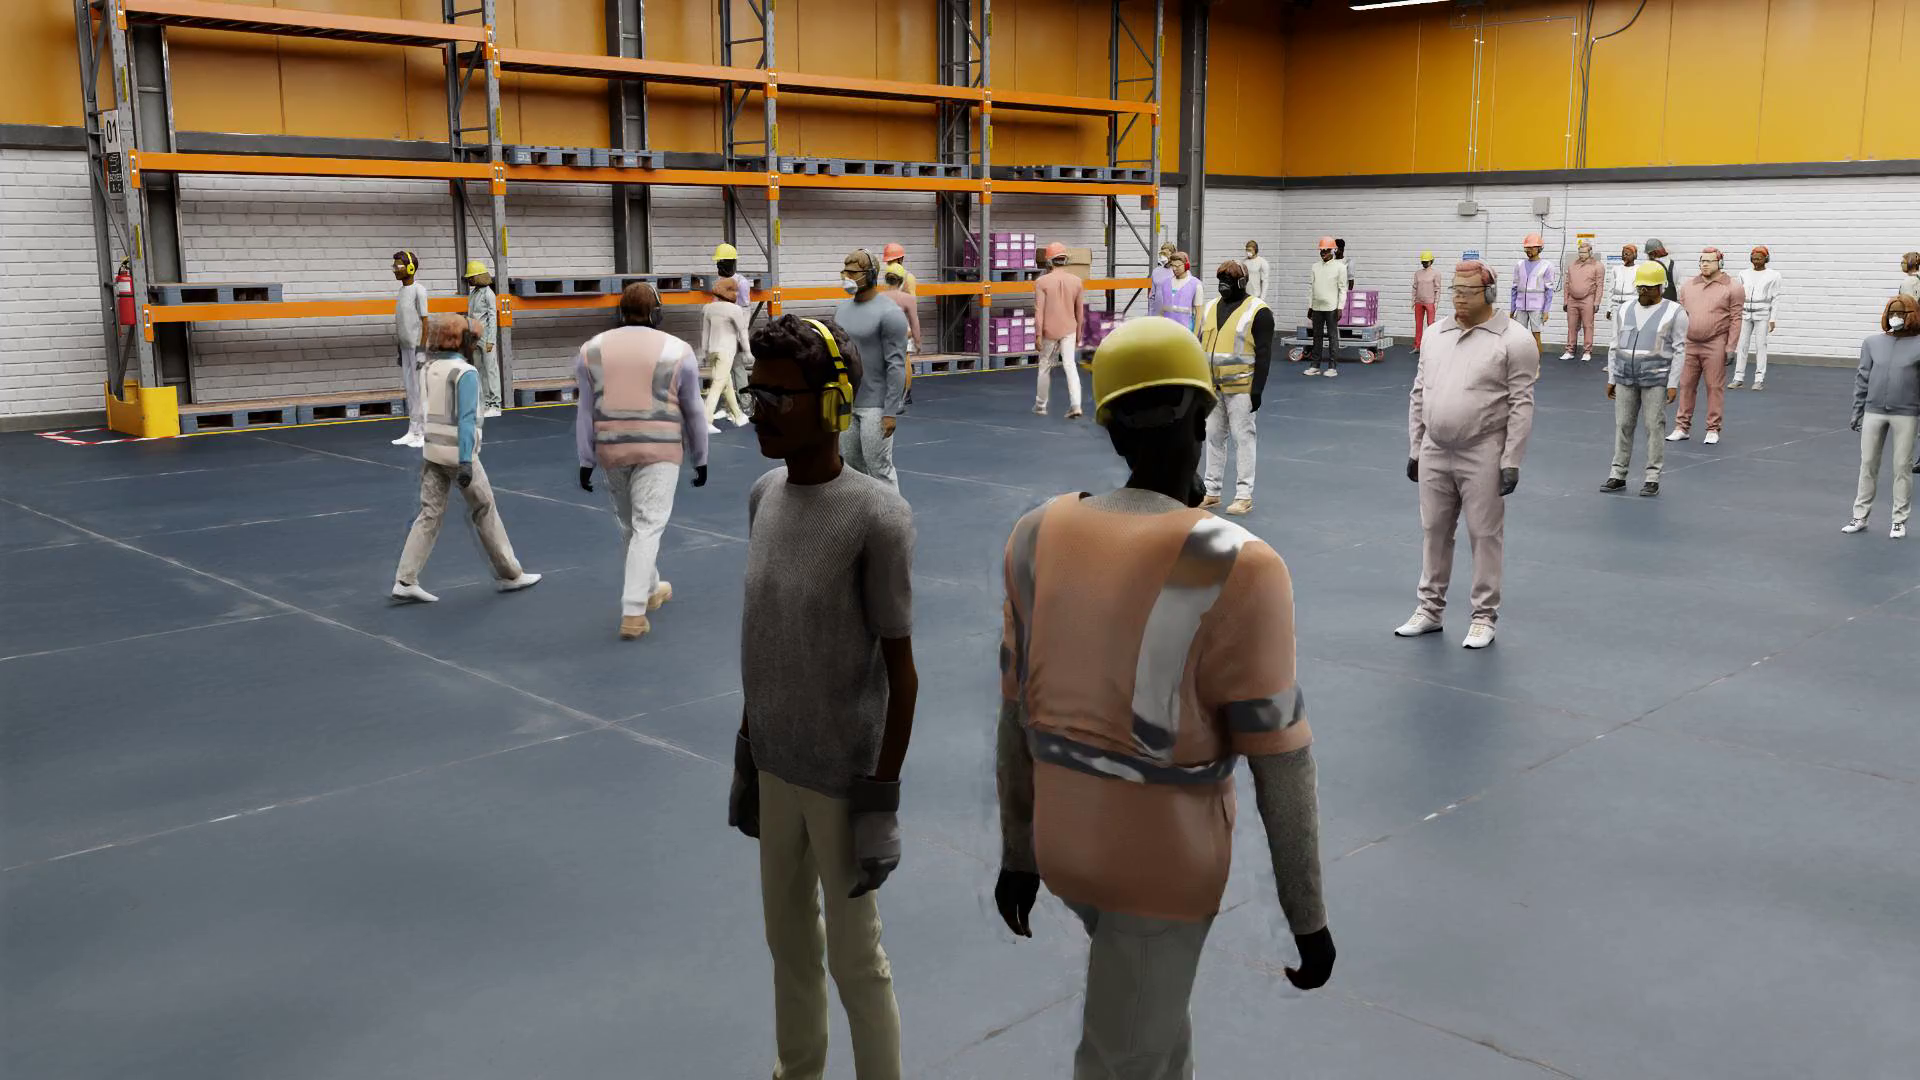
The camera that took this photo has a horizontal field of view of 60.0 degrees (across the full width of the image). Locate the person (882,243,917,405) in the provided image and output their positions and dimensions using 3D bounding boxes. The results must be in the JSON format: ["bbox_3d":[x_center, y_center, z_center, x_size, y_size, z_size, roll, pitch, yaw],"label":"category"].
[{"bbox_3d":[-0.770,-2.577,19.898,0.366,1.931,0.542,-10,14,-44],"label":"person"}]

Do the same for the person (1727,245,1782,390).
[{"bbox_3d":[10.435,-2.912,21.846,0.356,1.887,0.573,-10,14,-44],"label":"person"}]

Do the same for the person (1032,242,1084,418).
[{"bbox_3d":[1.114,-2.336,18.549,0.635,1.950,1.008,-4,11,-19],"label":"person"}]

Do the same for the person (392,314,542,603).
[{"bbox_3d":[-2.797,-0.450,9.227,0.862,1.589,0.553,-10,14,-43],"label":"person"}]

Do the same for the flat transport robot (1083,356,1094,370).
[{"bbox_3d":[2.567,-2.594,24.516,0.652,0.197,1.431,-10,14,-44],"label":"flat transport robot"}]

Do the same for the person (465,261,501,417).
[{"bbox_3d":[-5.357,-2.243,18.603,0.305,1.738,0.484,-10,14,-44],"label":"person"}]

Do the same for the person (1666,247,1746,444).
[{"bbox_3d":[7.261,-1.892,16.230,0.409,1.909,0.640,-10,14,-44],"label":"person"}]

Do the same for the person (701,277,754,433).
[{"bbox_3d":[-2.392,-1.904,17.171,0.502,1.581,0.893,8,13,38],"label":"person"}]

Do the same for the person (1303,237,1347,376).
[{"bbox_3d":[5.268,-3.357,23.973,0.377,1.995,0.608,-10,14,-44],"label":"person"}]

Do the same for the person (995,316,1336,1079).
[{"bbox_3d":[0.404,0.552,2.982,0.869,1.869,0.625,-8,13,-38],"label":"person"}]

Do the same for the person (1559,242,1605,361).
[{"bbox_3d":[10.053,-3.849,26.921,0.403,1.904,0.648,-10,14,-44],"label":"person"}]

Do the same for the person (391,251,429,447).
[{"bbox_3d":[-5.280,-1.828,15.981,0.329,1.872,0.508,-10,14,-44],"label":"person"}]

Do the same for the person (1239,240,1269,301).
[{"bbox_3d":[4.972,-4.141,28.416,0.373,1.936,0.629,-10,14,-44],"label":"person"}]

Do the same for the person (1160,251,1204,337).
[{"bbox_3d":[2.493,-2.332,18.813,0.390,1.839,0.564,-10,14,-44],"label":"person"}]

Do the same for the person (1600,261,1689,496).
[{"bbox_3d":[5.329,-1.257,12.987,0.403,1.825,0.586,-10,14,-44],"label":"person"}]

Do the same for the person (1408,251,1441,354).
[{"bbox_3d":[7.908,-4.029,28.283,0.320,1.763,0.522,-10,14,-44],"label":"person"}]

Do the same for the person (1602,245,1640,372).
[{"bbox_3d":[9.840,-3.413,24.590,0.356,1.883,0.573,-10,14,-44],"label":"person"}]

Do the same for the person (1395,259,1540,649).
[{"bbox_3d":[2.487,-0.424,8.226,0.409,1.909,0.640,-10,14,-44],"label":"person"}]

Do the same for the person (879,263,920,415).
[{"bbox_3d":[-0.724,-2.203,18.453,0.544,1.709,0.897,3,11,18],"label":"person"}]

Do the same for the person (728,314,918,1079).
[{"bbox_3d":[-0.305,0.485,3.369,0.329,1.872,0.508,-10,14,-44],"label":"person"}]

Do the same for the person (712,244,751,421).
[{"bbox_3d":[-2.524,-2.263,18.192,0.366,1.927,0.585,-10,14,-44],"label":"person"}]

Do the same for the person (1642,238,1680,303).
[{"bbox_3d":[10.450,-3.543,24.865,0.673,2.000,0.930,-4,11,-19],"label":"person"}]

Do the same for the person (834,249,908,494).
[{"bbox_3d":[-0.589,-0.818,10.288,0.373,1.940,0.629,-10,14,-44],"label":"person"}]

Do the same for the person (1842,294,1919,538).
[{"bbox_3d":[6.264,-0.831,11.189,0.284,1.633,0.497,-10,14,-44],"label":"person"}]

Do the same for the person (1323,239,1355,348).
[{"bbox_3d":[6.791,-4.427,29.906,0.368,1.960,0.602,-10,14,-44],"label":"person"}]

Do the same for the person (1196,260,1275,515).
[{"bbox_3d":[1.966,-1.111,12.150,0.428,1.844,0.624,-10,14,-44],"label":"person"}]

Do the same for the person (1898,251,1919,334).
[{"bbox_3d":[12.372,-2.815,21.517,0.520,1.824,0.859,-8,13,-37],"label":"person"}]

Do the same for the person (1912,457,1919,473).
[{"bbox_3d":[8.377,-1.502,14.019,0.357,1.938,0.542,-10,14,-44],"label":"person"}]

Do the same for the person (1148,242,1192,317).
[{"bbox_3d":[2.601,-2.743,20.782,0.372,1.940,0.629,-10,14,-44],"label":"person"}]

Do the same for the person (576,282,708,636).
[{"bbox_3d":[-1.637,-0.433,8.631,0.647,1.791,0.947,1,10,7],"label":"person"}]

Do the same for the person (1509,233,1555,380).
[{"bbox_3d":[8.001,-3.266,23.348,0.374,2.044,0.606,-10,14,-44],"label":"person"}]
